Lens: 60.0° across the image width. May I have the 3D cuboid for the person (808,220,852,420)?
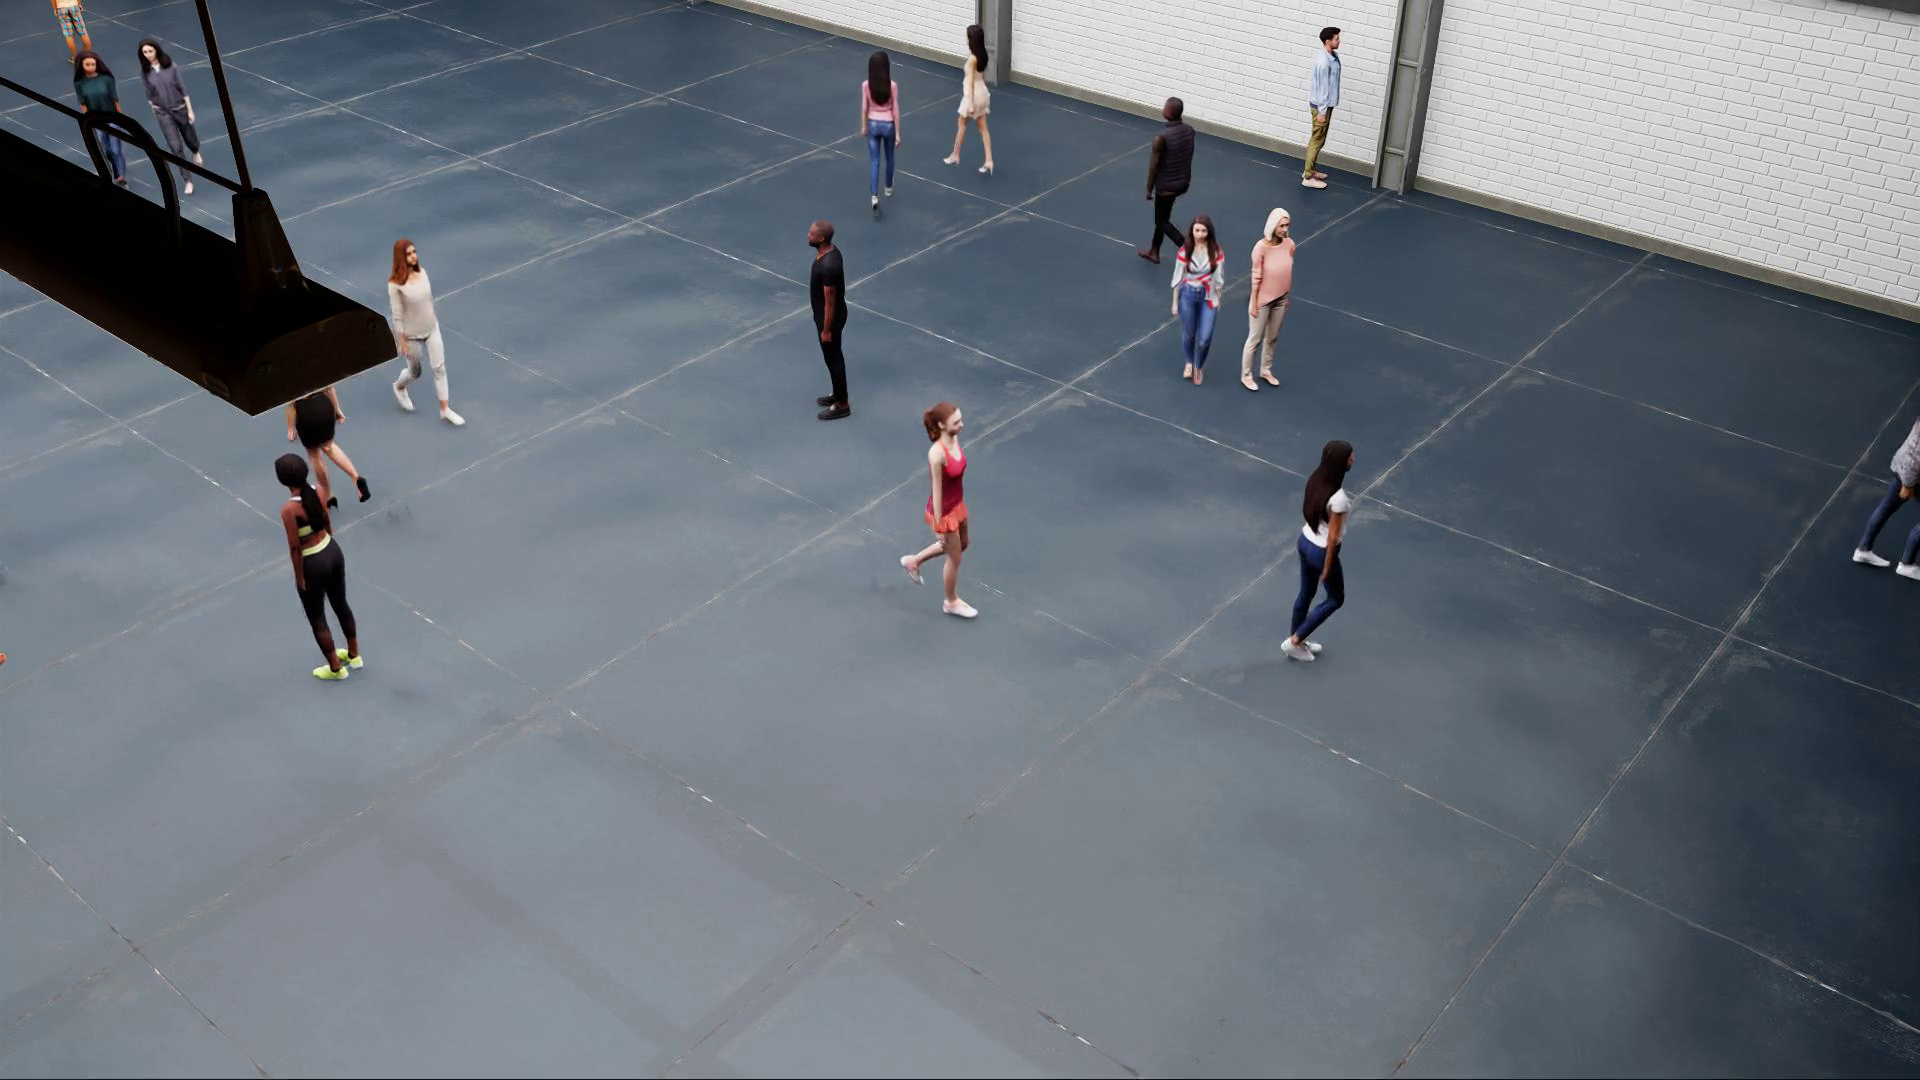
[{"bbox_3d":[-1.127,-1.916,14.410,0.784,1.819,0.726,-3,34,-4],"label":"person"}]

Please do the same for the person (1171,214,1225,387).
[{"bbox_3d":[2.156,-2.213,15.056,0.716,1.598,0.801,6,34,9],"label":"person"}]

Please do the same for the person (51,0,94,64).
[{"bbox_3d":[-12.268,-7.318,22.861,0.557,1.461,0.546,-24,40,-31],"label":"person"}]

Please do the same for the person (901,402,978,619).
[{"bbox_3d":[-0.163,-0.223,11.939,0.951,1.734,0.735,12,36,18],"label":"person"}]

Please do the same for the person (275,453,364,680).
[{"bbox_3d":[-4.320,0.185,11.309,0.609,1.753,0.634,15,36,21],"label":"person"}]

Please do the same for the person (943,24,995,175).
[{"bbox_3d":[0.262,-5.057,19.234,0.917,1.710,0.679,18,38,25],"label":"person"}]

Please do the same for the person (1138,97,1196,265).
[{"bbox_3d":[2.194,-3.566,16.902,0.802,1.809,1.161,-27,42,-34],"label":"person"}]

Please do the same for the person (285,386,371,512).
[{"bbox_3d":[-4.990,-0.911,13.067,0.812,1.632,0.673,17,37,24],"label":"person"}]

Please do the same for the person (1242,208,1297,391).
[{"bbox_3d":[2.763,-2.169,14.877,0.651,1.725,0.629,-18,38,-25],"label":"person"}]

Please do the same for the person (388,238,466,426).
[{"bbox_3d":[-4.729,-1.799,14.356,1.034,1.683,0.661,20,39,28],"label":"person"}]

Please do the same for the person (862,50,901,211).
[{"bbox_3d":[-0.894,-4.499,18.396,1.123,1.707,1.086,2,34,3],"label":"person"}]

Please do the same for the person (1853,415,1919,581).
[{"bbox_3d":[7.030,-0.523,12.408,0.869,1.716,0.764,14,36,20],"label":"person"}]

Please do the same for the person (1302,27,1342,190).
[{"bbox_3d":[4.132,-4.954,18.988,0.745,1.811,0.763,7,34,10],"label":"person"}]

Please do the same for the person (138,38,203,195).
[{"bbox_3d":[-8.953,-4.864,18.923,0.903,1.733,1.072,-11,35,-16],"label":"person"}]

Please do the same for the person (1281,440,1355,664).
[{"bbox_3d":[2.382,0.105,11.418,0.801,1.765,0.729,-9,35,-13],"label":"person"}]

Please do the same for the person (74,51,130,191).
[{"bbox_3d":[-9.721,-4.792,18.931,0.763,1.603,0.838,-10,35,-15],"label":"person"}]
